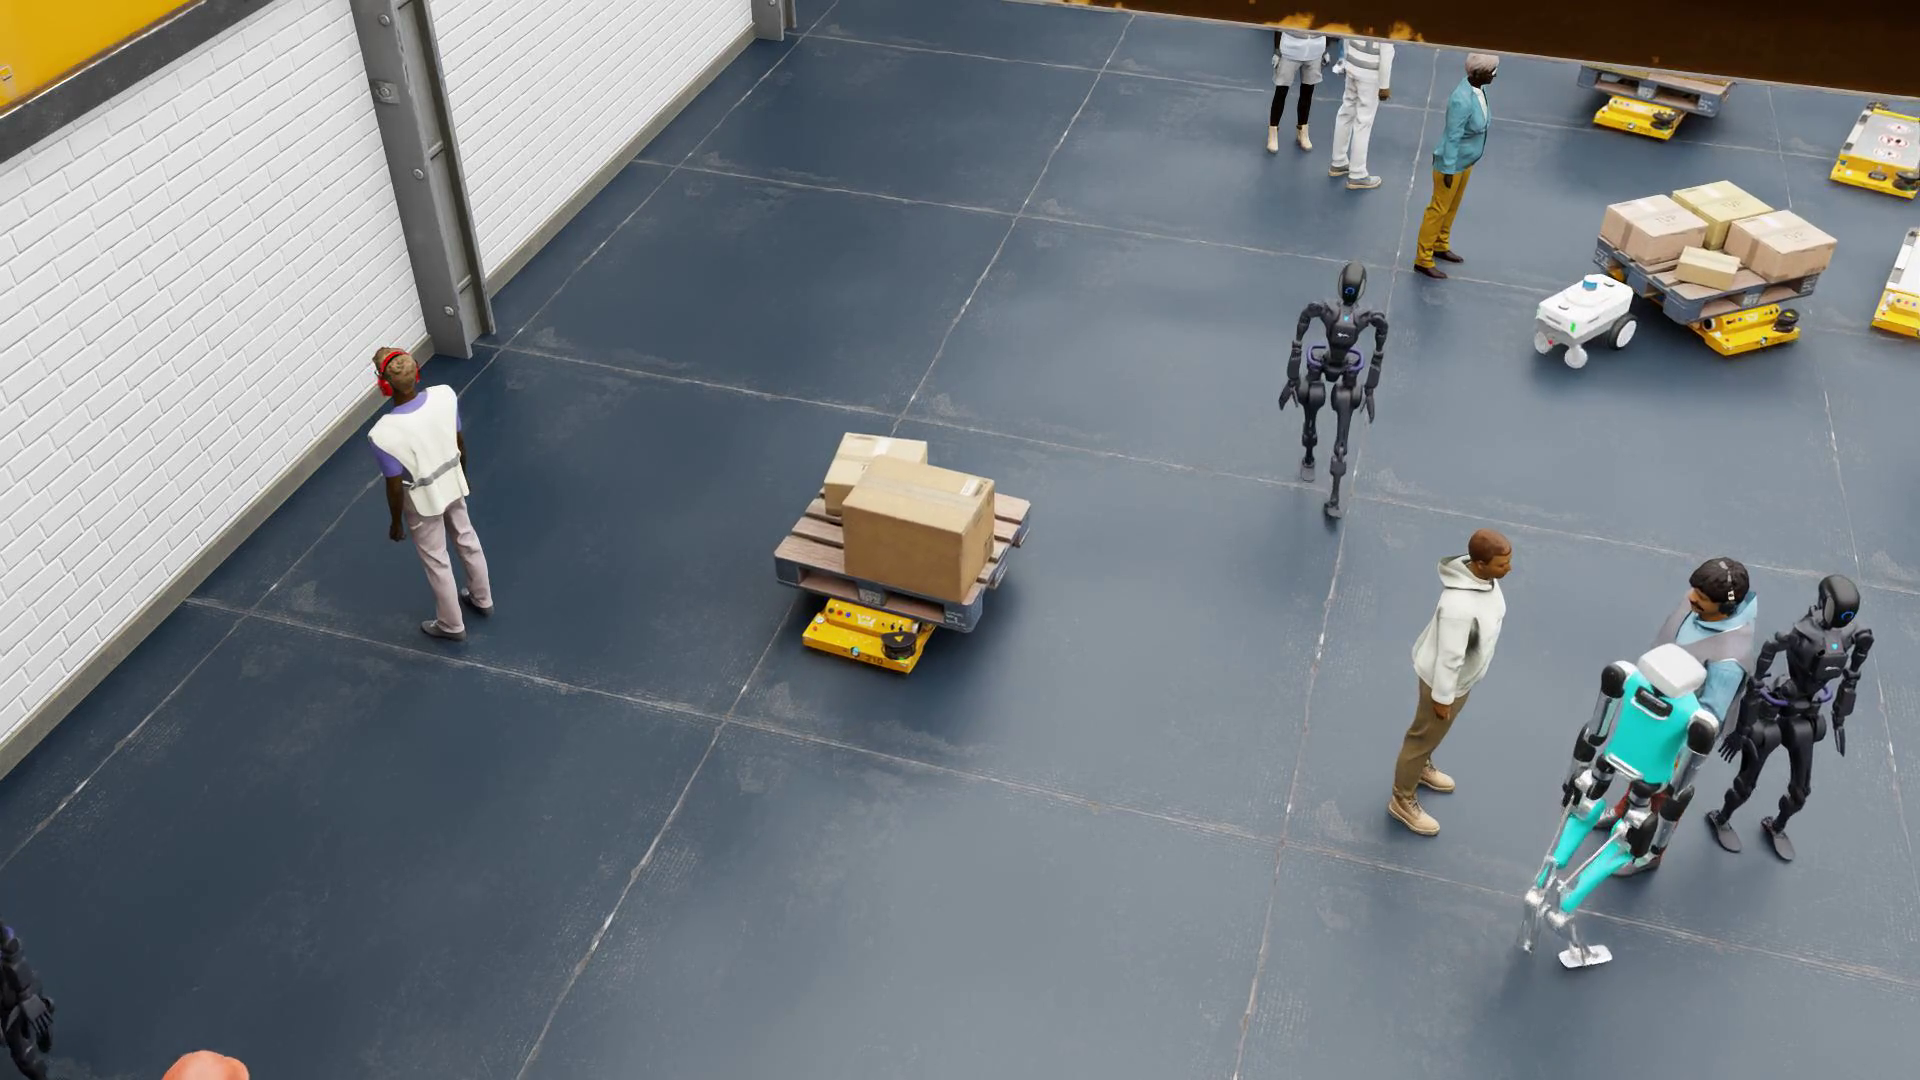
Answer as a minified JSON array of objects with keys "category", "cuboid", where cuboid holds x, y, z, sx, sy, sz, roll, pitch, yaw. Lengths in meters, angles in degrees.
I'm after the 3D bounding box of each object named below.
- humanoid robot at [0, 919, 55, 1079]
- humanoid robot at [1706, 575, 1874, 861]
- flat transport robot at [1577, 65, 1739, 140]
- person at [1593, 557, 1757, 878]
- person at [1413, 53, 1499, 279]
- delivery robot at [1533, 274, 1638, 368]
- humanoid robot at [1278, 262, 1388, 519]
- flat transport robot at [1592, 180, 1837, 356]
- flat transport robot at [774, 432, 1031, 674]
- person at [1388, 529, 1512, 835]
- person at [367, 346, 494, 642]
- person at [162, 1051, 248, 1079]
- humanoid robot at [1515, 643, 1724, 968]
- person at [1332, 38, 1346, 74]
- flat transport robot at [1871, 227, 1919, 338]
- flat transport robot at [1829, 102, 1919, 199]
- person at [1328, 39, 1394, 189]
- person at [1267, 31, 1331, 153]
[{"category":"humanoid robot","cuboid":[-3.939,1.727,6.740,0.586,1.644,0.475,5,39,6]},{"category":"humanoid robot","cuboid":[3.900,0.851,7.816,0.592,1.647,0.366,-5,39,-7]},{"category":"flat transport robot","cuboid":[6.272,-4.014,14.997,0.659,0.231,1.431,23,44,26]},{"category":"person","cuboid":[3.343,0.822,7.707,0.414,1.871,0.540,0,39,0]},{"category":"person","cuboid":[3.679,-2.789,12.292,0.344,1.745,0.528,23,44,26]},{"category":"delivery robot","cuboid":[4.417,-1.592,11.750,0.750,0.587,0.525,-25,45,-28]},{"category":"humanoid robot","cuboid":[2.239,-0.927,10.060,0.586,1.622,0.774,6,39,8]},{"category":"flat transport robot","cuboid":[5.446,-1.846,12.300,0.659,0.231,1.431,-14,41,-16]},{"category":"flat transport robot","cuboid":[-0.327,0.193,9.764,0.659,0.231,1.431,14,41,17]},{"category":"person","cuboid":[2.343,0.643,8.008,0.365,1.766,0.532,19,42,22]},{"category":"person","cuboid":[-2.865,-0.227,9.028,0.391,1.846,0.562,21,43,24]},{"category":"person","cuboid":[-2.427,2.414,5.696,0.554,1.940,0.436,0,39,1]},{"category":"humanoid robot","cuboid":[2.748,1.301,7.270,0.731,1.856,0.531,-26,46,-29]},{"category":"person","cuboid":[3.690,-5.105,15.205,0.631,1.695,0.619,21,43,24]},{"category":"flat transport robot","cuboid":[7.262,-1.883,12.347,0.659,0.231,1.431,22,44,25]},{"category":"flat transport robot","cuboid":[7.904,-3.320,14.134,0.659,0.231,1.431,23,44,25]},{"category":"person","cuboid":[3.280,-3.768,13.405,0.360,1.882,0.572,-13,41,-16]},{"category":"person","cuboid":[2.858,-4.079,13.938,0.537,1.696,0.317,-4,39,-5]}]
